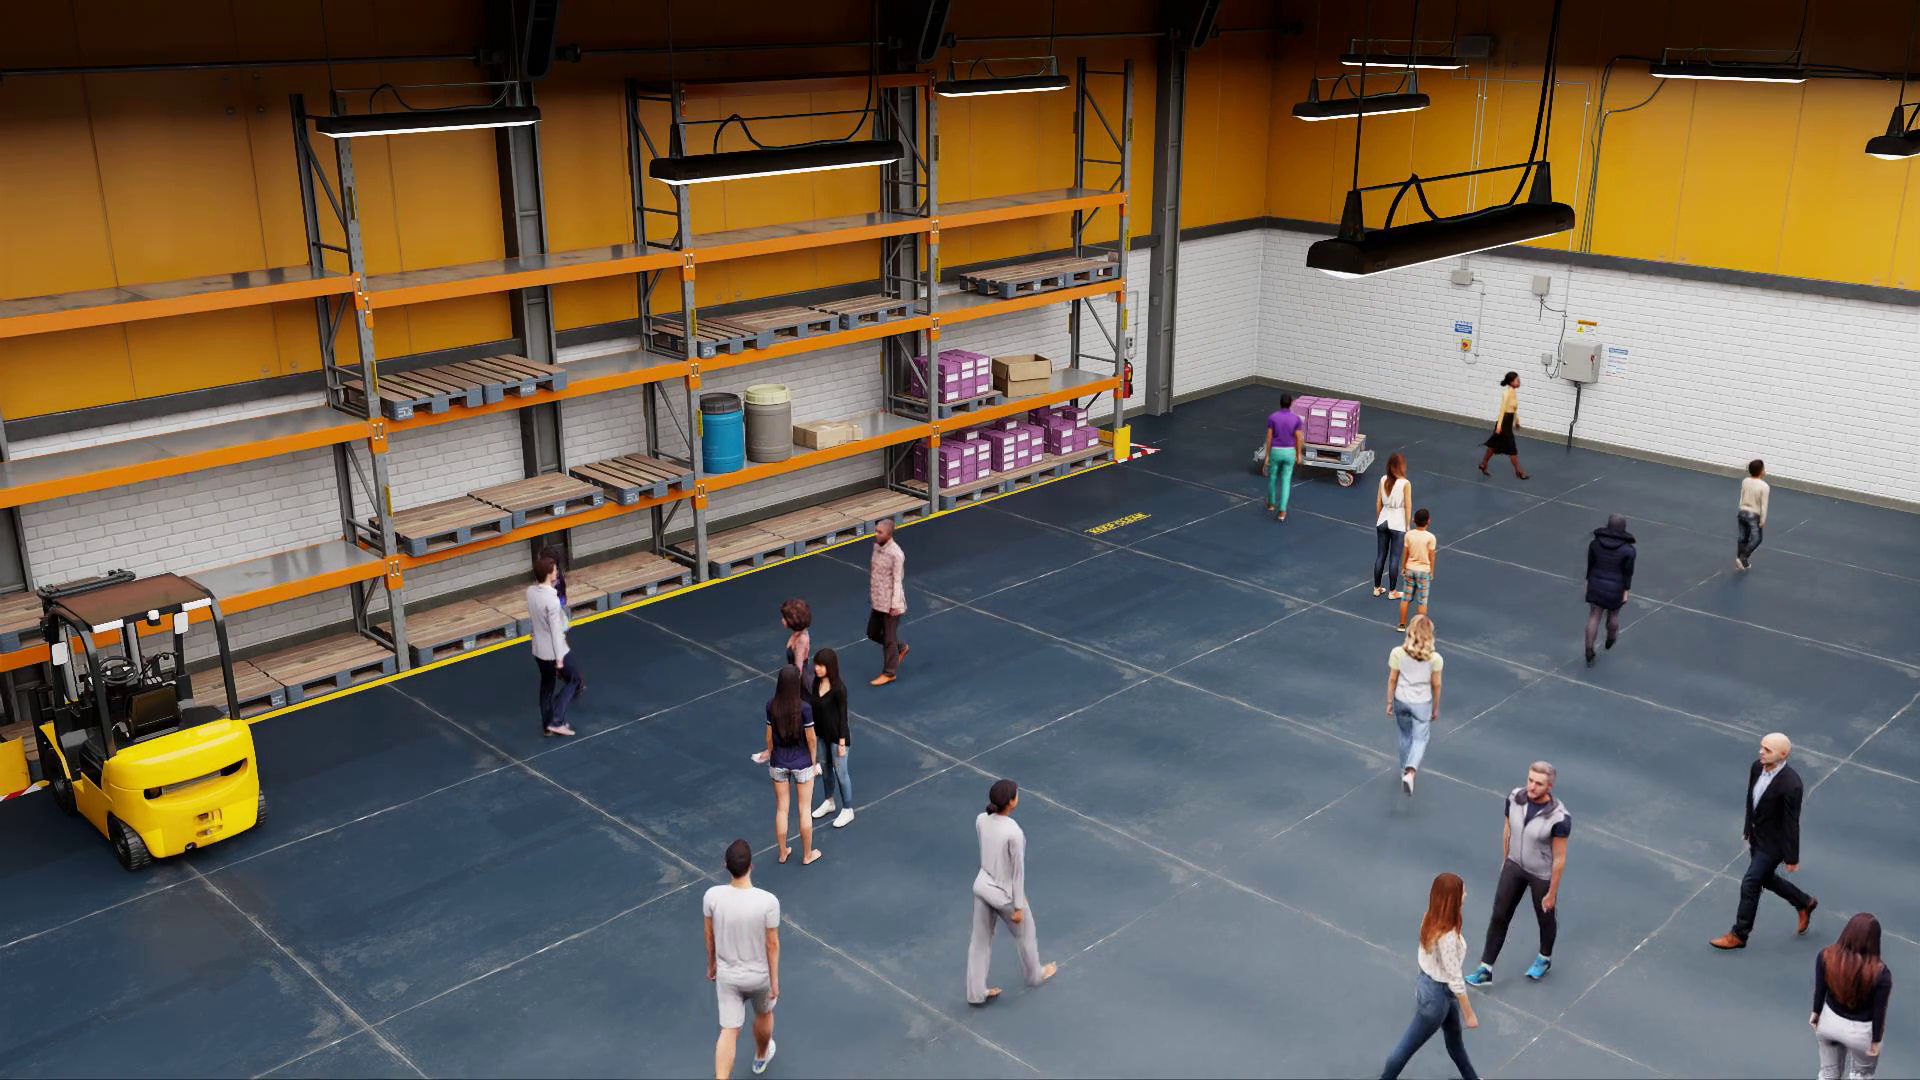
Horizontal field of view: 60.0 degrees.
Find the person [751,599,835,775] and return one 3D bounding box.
[{"bbox_3d":[-1.349,1.377,15.357,1.094,1.752,0.945,-3,19,-8],"label":"person"}]

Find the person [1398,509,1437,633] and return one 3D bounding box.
[{"bbox_3d":[5.194,0.355,18.855,0.551,1.458,0.544,11,22,30],"label":"person"}]

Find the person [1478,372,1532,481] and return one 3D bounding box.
[{"bbox_3d":[7.998,-1.676,24.645,0.806,1.610,1.005,11,22,30],"label":"person"}]

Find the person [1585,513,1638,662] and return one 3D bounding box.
[{"bbox_3d":[6.980,0.540,18.026,0.766,1.635,1.089,14,23,35],"label":"person"}]

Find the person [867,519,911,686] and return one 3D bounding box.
[{"bbox_3d":[-0.700,0.634,17.503,0.863,1.791,0.758,-13,22,-33],"label":"person"}]

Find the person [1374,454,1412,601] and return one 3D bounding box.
[{"bbox_3d":[5.160,-0.170,19.900,0.593,1.784,0.507,18,25,42],"label":"person"}]

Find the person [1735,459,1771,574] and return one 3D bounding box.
[{"bbox_3d":[9.822,-0.280,20.747,0.759,1.452,0.626,-12,22,-32],"label":"person"}]

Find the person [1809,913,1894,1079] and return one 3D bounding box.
[{"bbox_3d":[5.561,3.112,10.451,0.566,1.595,0.597,-16,25,-40],"label":"person"}]

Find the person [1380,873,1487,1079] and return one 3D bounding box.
[{"bbox_3d":[2.983,2.955,10.776,1.072,1.687,1.095,3,19,8],"label":"person"}]

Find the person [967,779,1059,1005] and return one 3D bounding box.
[{"bbox_3d":[0.220,2.563,11.911,0.963,1.705,0.673,-16,24,-40],"label":"person"}]

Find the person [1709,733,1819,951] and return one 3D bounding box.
[{"bbox_3d":[6.219,2.290,12.624,1.265,1.767,1.138,-3,19,-8],"label":"person"}]

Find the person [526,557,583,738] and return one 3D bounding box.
[{"bbox_3d":[-4.042,1.076,16.114,0.690,1.840,0.633,15,24,38],"label":"person"}]

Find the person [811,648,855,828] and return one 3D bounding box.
[{"bbox_3d":[-1.120,1.698,14.577,0.559,1.643,0.530,16,24,39],"label":"person"}]

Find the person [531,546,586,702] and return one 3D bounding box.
[{"bbox_3d":[-4.025,0.897,16.823,0.858,1.726,0.799,2,19,6],"label":"person"}]

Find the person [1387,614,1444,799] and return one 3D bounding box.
[{"bbox_3d":[4.079,1.523,14.994,0.899,1.707,1.105,6,20,18],"label":"person"}]

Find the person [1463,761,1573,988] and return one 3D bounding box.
[{"bbox_3d":[4.249,2.425,12.192,1.062,1.787,0.760,-15,24,-38],"label":"person"}]

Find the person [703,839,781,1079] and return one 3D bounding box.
[{"bbox_3d":[-1.435,2.866,10.825,1.124,1.823,1.292,3,19,8],"label":"person"}]

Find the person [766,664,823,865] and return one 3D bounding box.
[{"bbox_3d":[-1.404,1.873,13.867,0.661,1.765,0.681,4,19,12],"label":"person"}]

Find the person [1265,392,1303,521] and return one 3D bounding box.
[{"bbox_3d":[4.437,-1.133,22.828,1.017,1.741,1.134,2,19,6],"label":"person"}]
